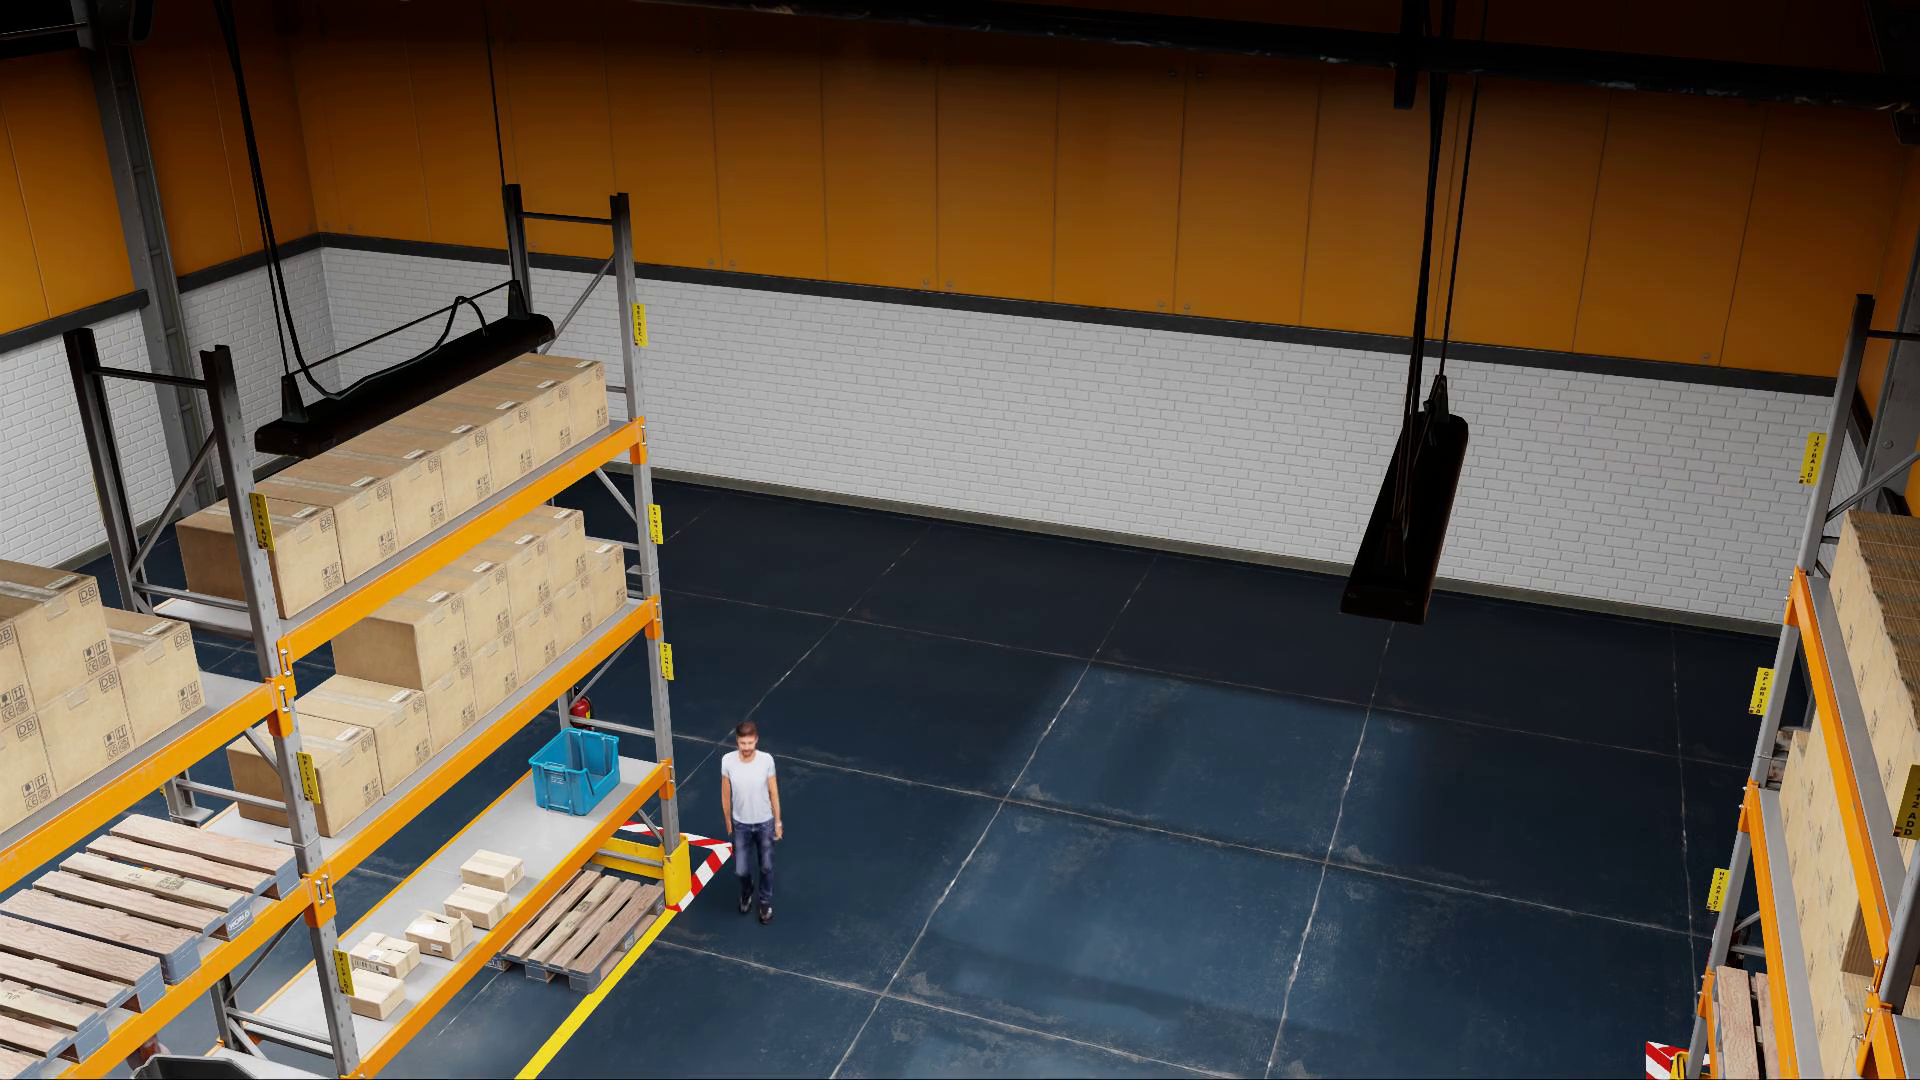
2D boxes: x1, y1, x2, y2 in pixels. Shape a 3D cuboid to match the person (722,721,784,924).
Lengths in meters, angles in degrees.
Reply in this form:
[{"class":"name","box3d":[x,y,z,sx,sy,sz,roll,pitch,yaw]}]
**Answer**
[{"class":"person","box3d":[-1.697,2.277,13.725,0.759,1.852,0.792,-2,24,-6]}]
